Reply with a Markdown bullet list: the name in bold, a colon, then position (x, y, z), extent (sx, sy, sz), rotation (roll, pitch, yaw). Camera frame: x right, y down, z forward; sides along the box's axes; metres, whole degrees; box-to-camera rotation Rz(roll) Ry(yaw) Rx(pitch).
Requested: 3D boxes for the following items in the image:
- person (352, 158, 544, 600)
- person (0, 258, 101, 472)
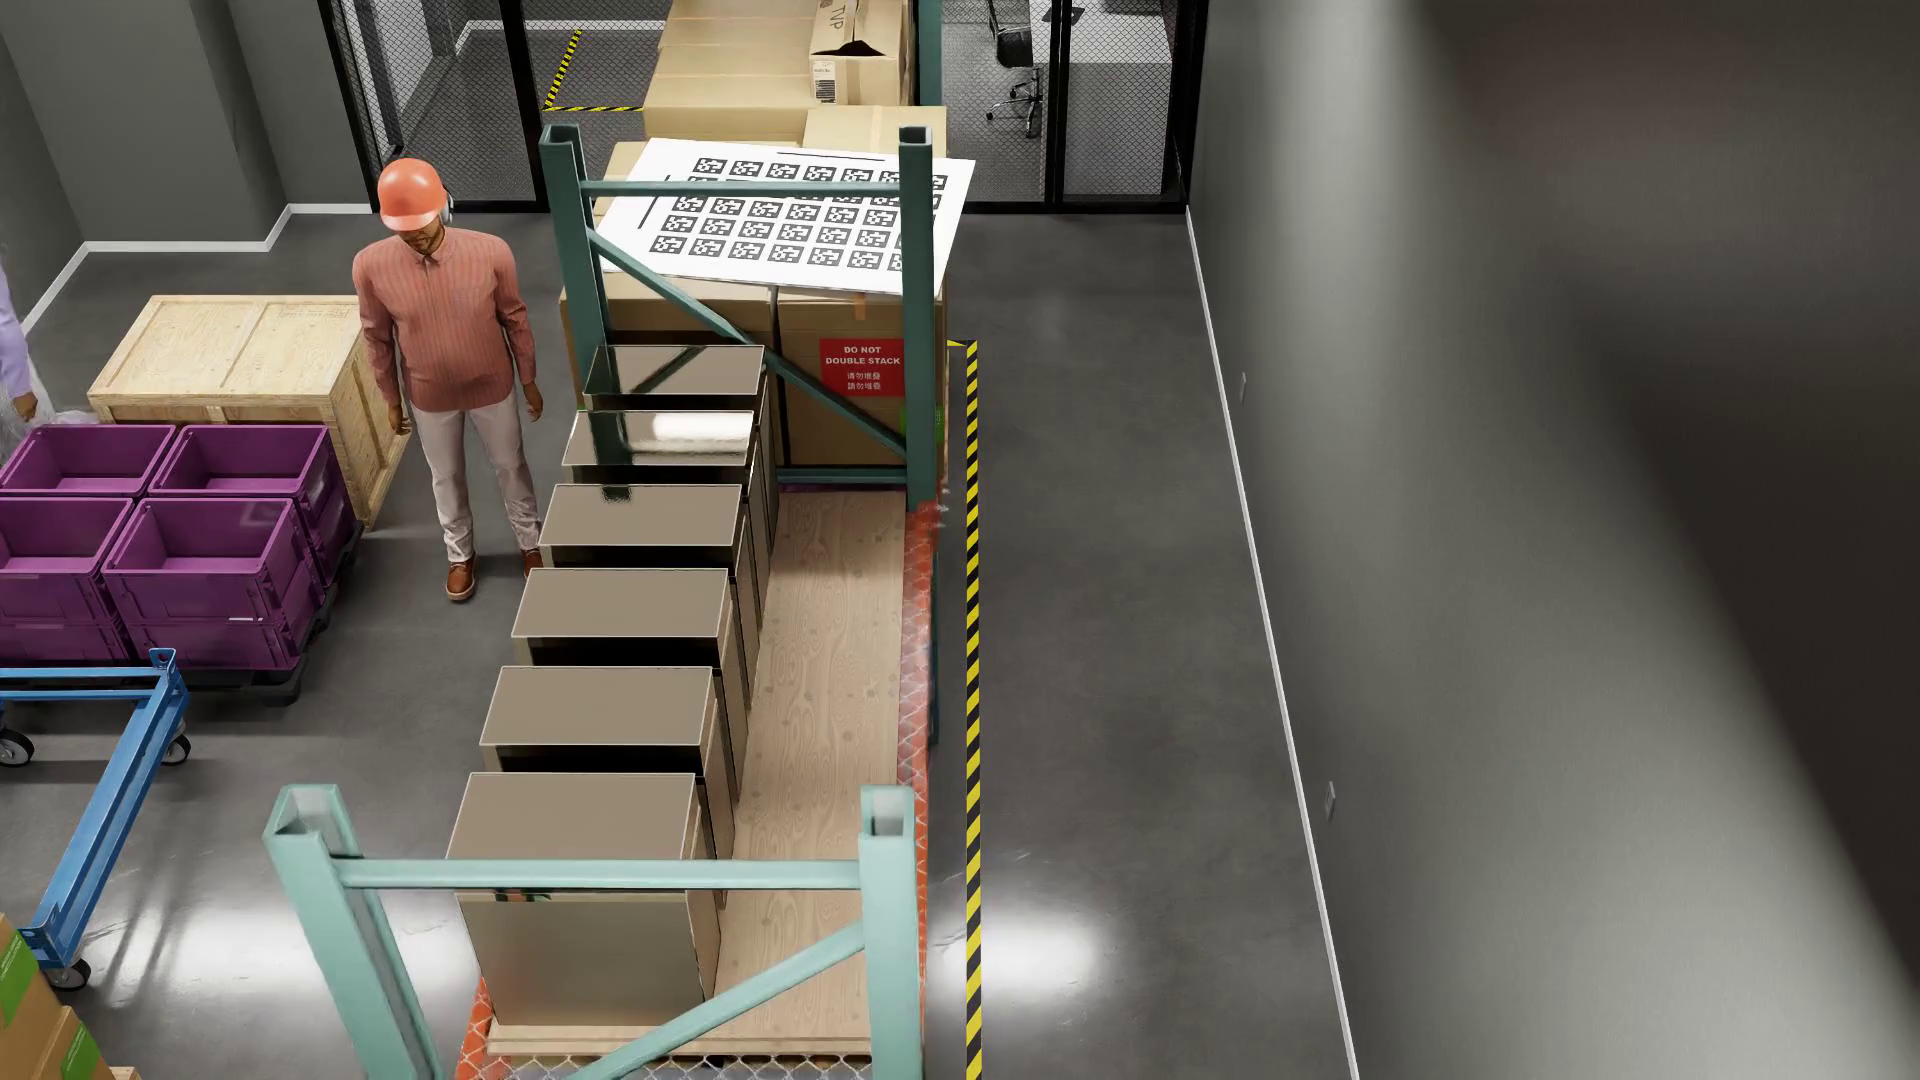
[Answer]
- **person**: position (-1.961, -0.599, 6.529), extent (0.621, 1.992, 0.397), rotation (-9, 42, -10)
- **person**: position (-3.962, -0.773, 6.801), extent (0.623, 1.909, 0.898), rotation (8, 42, 10)
